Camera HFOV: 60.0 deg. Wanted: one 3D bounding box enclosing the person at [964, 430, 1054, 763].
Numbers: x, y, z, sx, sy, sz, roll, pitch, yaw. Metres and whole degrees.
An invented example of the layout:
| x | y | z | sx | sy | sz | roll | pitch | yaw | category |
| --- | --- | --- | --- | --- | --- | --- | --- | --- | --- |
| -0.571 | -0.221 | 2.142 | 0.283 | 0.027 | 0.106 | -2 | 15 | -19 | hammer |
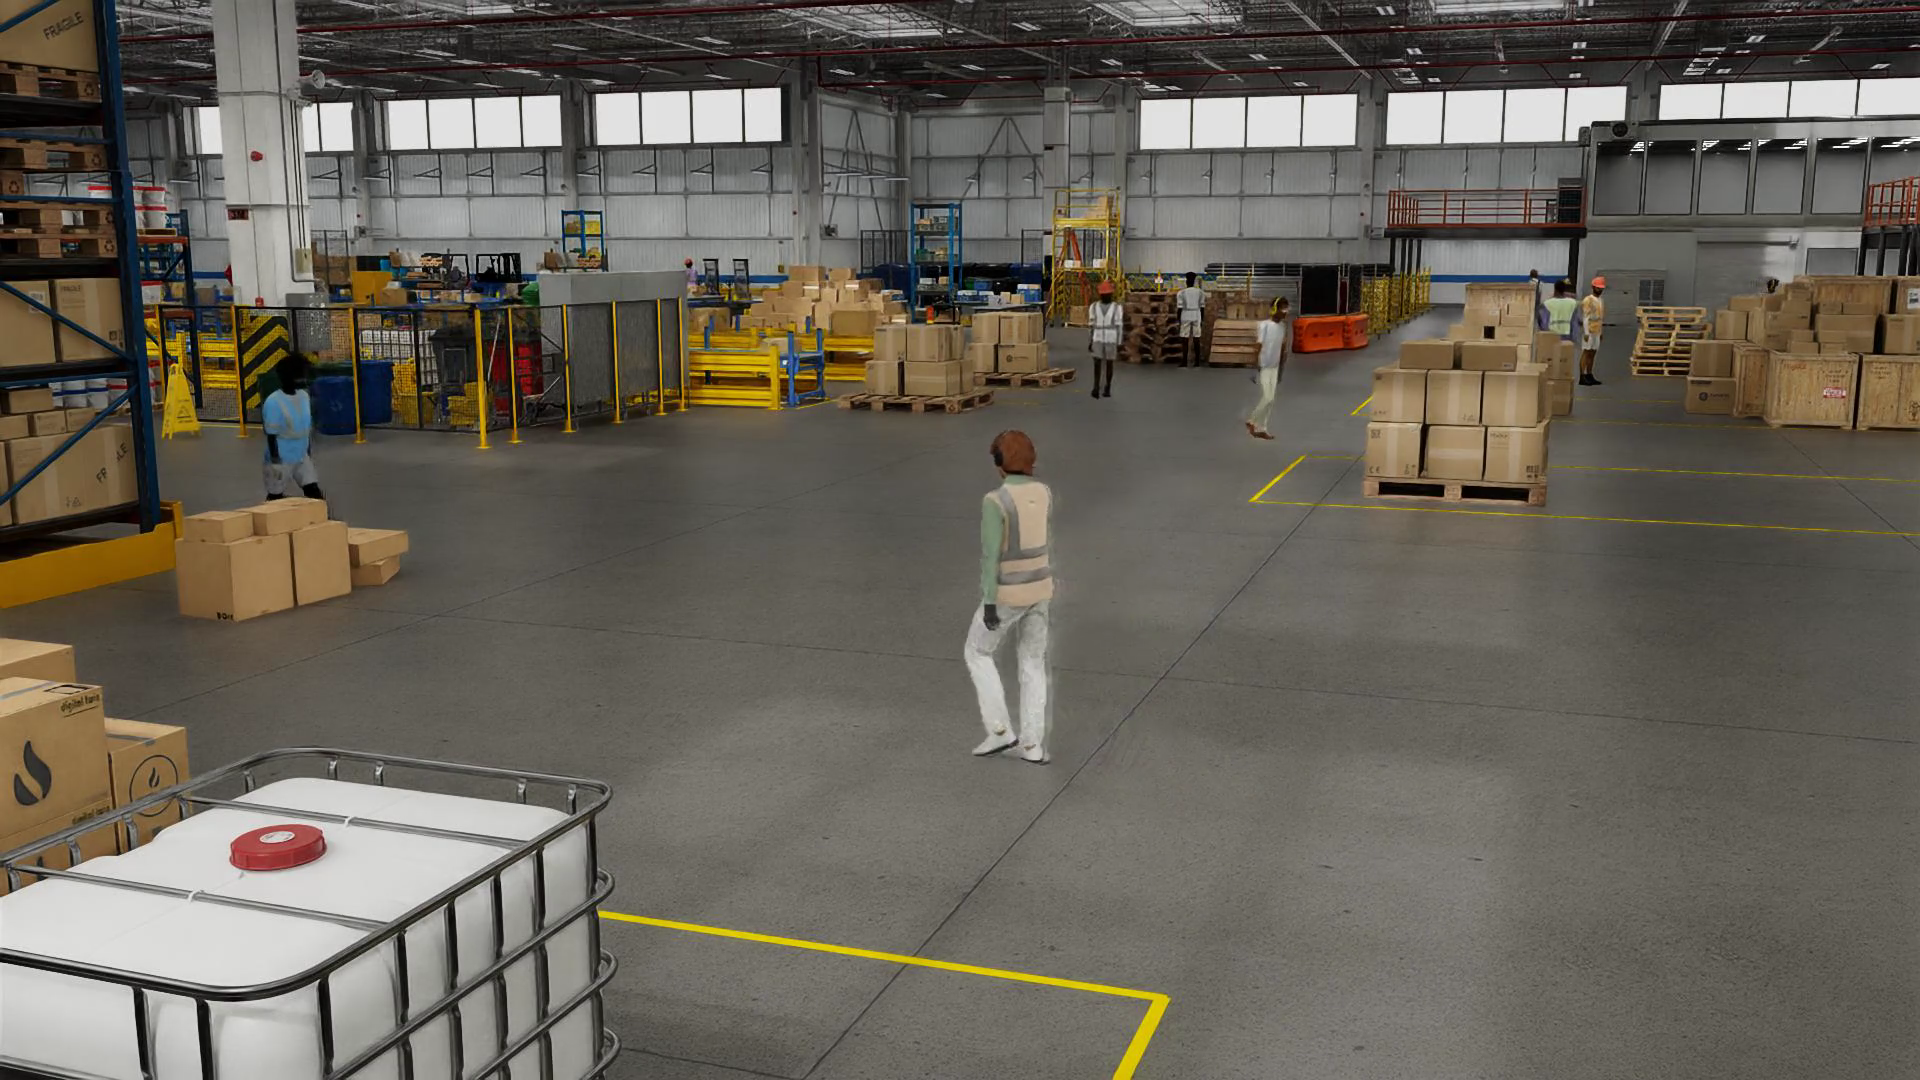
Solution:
| x | y | z | sx | sy | sz | roll | pitch | yaw | category |
| --- | --- | --- | --- | --- | --- | --- | --- | --- | --- |
| 0.260 | 0.281 | 8.054 | 0.442 | 1.619 | 0.520 | 9 | 14 | 43 | person |

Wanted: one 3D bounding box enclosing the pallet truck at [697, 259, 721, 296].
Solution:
| x | y | z | sx | sy | sz | roll | pitch | yaw | category |
| --- | --- | --- | --- | --- | --- | --- | --- | --- | --- |
| -9.165 | -9.627 | 62.776 | 0.823 | 1.965 | 1.885 | 4 | 11 | 23 | pallet truck |

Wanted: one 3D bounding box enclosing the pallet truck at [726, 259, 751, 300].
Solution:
| x | y | z | sx | sy | sz | roll | pitch | yaw | category |
| --- | --- | --- | --- | --- | --- | --- | --- | --- | --- |
| -7.986 | -9.493 | 62.019 | 0.823 | 1.965 | 1.885 | 3 | 11 | 17 | pallet truck |

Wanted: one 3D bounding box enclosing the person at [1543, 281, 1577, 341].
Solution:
| x | y | z | sx | sy | sz | roll | pitch | yaw | category |
| --- | --- | --- | --- | --- | --- | --- | --- | --- | --- |
| 10.371 | -3.554 | 28.928 | 0.591 | 1.870 | 0.986 | 1 | 10 | 4 | person |

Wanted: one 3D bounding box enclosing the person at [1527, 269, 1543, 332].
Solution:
| x | y | z | sx | sy | sz | roll | pitch | yaw | category |
| --- | --- | --- | --- | --- | --- | --- | --- | --- | --- |
| 16.300 | -6.771 | 47.192 | 0.520 | 1.827 | 0.787 | -2 | 10 | -11 | person |

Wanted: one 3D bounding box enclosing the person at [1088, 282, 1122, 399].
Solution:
| x | y | z | sx | sy | sz | roll | pitch | yaw | category |
| --- | --- | --- | --- | --- | --- | --- | --- | --- | --- |
| 2.355 | -3.237 | 27.091 | 0.572 | 1.884 | 0.972 | 2 | 10 | 12 | person |

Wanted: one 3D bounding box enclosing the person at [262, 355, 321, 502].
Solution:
| x | y | z | sx | sy | sz | roll | pitch | yaw | category |
| --- | --- | --- | --- | --- | --- | --- | --- | --- | --- |
| -5.331 | -0.664 | 13.316 | 0.730 | 1.638 | 0.580 | 3 | 10 | 15 | person |

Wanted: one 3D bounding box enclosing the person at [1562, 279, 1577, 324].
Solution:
| x | y | z | sx | sy | sz | roll | pitch | yaw | category |
| --- | --- | --- | --- | --- | --- | --- | --- | --- | --- |
| 13.911 | -5.143 | 38.274 | 0.536 | 1.721 | 0.899 | 5 | 11 | 25 | person |

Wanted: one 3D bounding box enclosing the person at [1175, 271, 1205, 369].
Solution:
| x | y | z | sx | sy | sz | roll | pitch | yaw | category |
| --- | --- | --- | --- | --- | --- | --- | --- | --- | --- |
| 4.658 | -4.444 | 33.668 | 0.601 | 1.967 | 0.367 | -2 | 10 | -12 | person |

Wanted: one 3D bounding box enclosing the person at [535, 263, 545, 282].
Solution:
| x | y | z | sx | sy | sz | roll | pitch | yaw | category |
| --- | --- | --- | --- | --- | --- | --- | --- | --- | --- |
| -14.820 | -8.845 | 58.751 | 0.823 | 1.880 | 0.663 | -2 | 10 | -12 | person |

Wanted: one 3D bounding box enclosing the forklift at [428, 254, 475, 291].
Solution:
| x | y | z | sx | sy | sz | roll | pitch | yaw | category |
| --- | --- | --- | --- | --- | --- | --- | --- | --- | --- |
| -20.133 | -10.254 | 65.465 | 1.157 | 1.987 | 2.680 | 3 | 11 | 19 | forklift |

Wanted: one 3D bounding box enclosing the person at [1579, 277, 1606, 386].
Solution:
| x | y | z | sx | sy | sz | roll | pitch | yaw | category |
| --- | --- | --- | --- | --- | --- | --- | --- | --- | --- |
| 11.333 | -3.726 | 29.729 | 0.544 | 1.933 | 0.376 | -8 | 13 | -38 | person |

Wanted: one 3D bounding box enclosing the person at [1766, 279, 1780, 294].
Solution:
| x | y | z | sx | sy | sz | roll | pitch | yaw | category |
| --- | --- | --- | --- | --- | --- | --- | --- | --- | --- |
| 16.569 | -4.437 | 34.100 | 1.015 | 1.803 | 0.487 | 5 | 11 | 27 | person |

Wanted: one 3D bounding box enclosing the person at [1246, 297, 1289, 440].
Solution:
| x | y | z | sx | sy | sz | roll | pitch | yaw | category |
| --- | --- | --- | --- | --- | --- | --- | --- | --- | --- |
| 3.972 | -2.190 | 21.342 | 0.543 | 1.838 | 0.433 | -8 | 13 | -40 | person |

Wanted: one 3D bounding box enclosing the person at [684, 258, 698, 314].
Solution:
| x | y | z | sx | sy | sz | roll | pitch | yaw | category |
| --- | --- | --- | --- | --- | --- | --- | --- | --- | --- |
| -9.350 | -8.716 | 57.549 | 0.406 | 2.034 | 0.608 | 7 | 12 | 35 | person |

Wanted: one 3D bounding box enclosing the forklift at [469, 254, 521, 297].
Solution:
| x | y | z | sx | sy | sz | roll | pitch | yaw | category |
| --- | --- | --- | --- | --- | --- | --- | --- | --- | --- |
| -17.990 | -10.121 | 64.684 | 1.157 | 1.987 | 2.680 | 3 | 11 | 17 | forklift |
